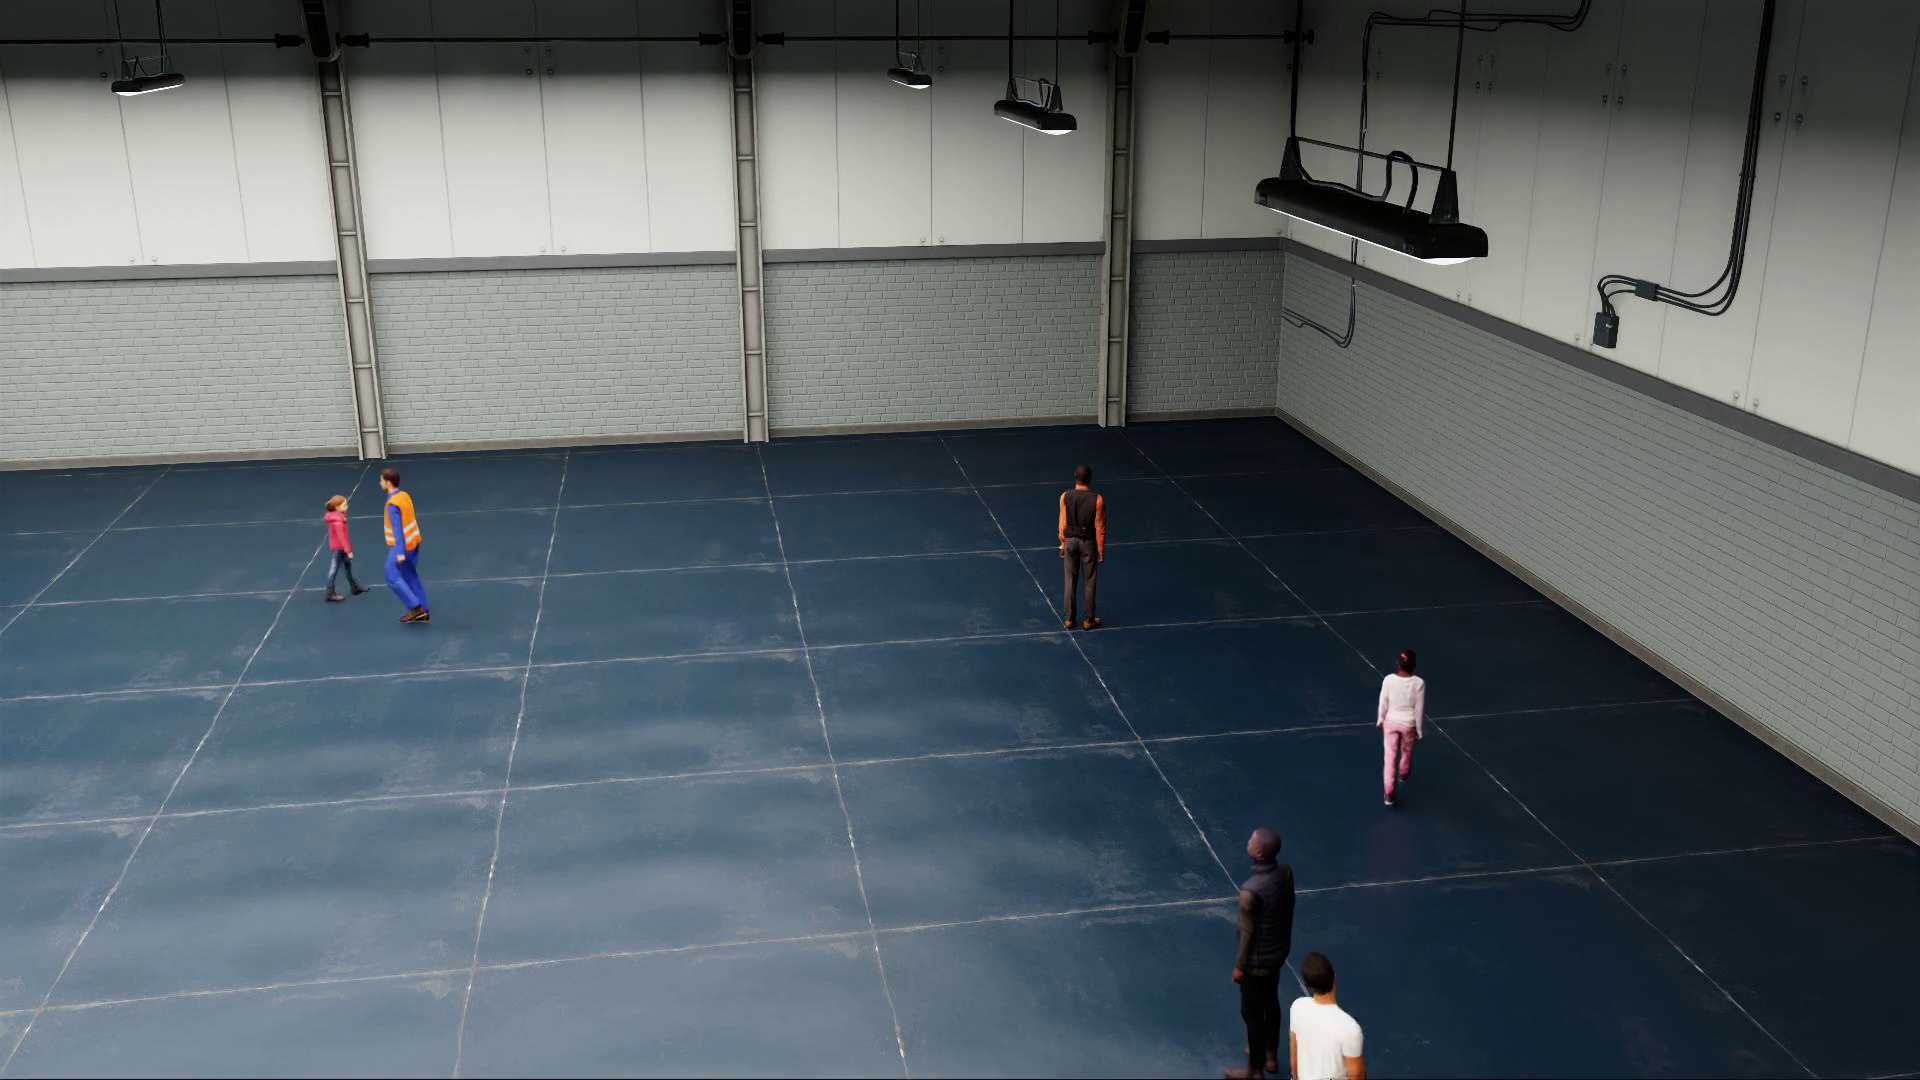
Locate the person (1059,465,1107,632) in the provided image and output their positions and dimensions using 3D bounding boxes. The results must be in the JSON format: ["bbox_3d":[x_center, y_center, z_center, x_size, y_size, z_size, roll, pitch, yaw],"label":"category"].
[{"bbox_3d":[1.373,0.076,18.883,0.724,1.907,0.854,5,19,16],"label":"person"}]

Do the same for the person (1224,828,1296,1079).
[{"bbox_3d":[1.974,2.718,10.886,0.829,1.835,0.751,14,23,37],"label":"person"}]

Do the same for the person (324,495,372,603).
[{"bbox_3d":[-7.467,0.110,19.770,0.781,1.294,0.615,-6,19,-17],"label":"person"}]

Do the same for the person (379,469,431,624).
[{"bbox_3d":[-6.252,0.092,18.941,0.690,1.842,0.760,-1,18,-4],"label":"person"}]

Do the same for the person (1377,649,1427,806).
[{"bbox_3d":[3.914,1.674,14.793,1.018,1.402,0.932,6,19,17],"label":"person"}]

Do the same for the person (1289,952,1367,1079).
[{"bbox_3d":[2.081,3.202,9.488,0.739,1.781,0.773,-6,19,-18],"label":"person"}]
